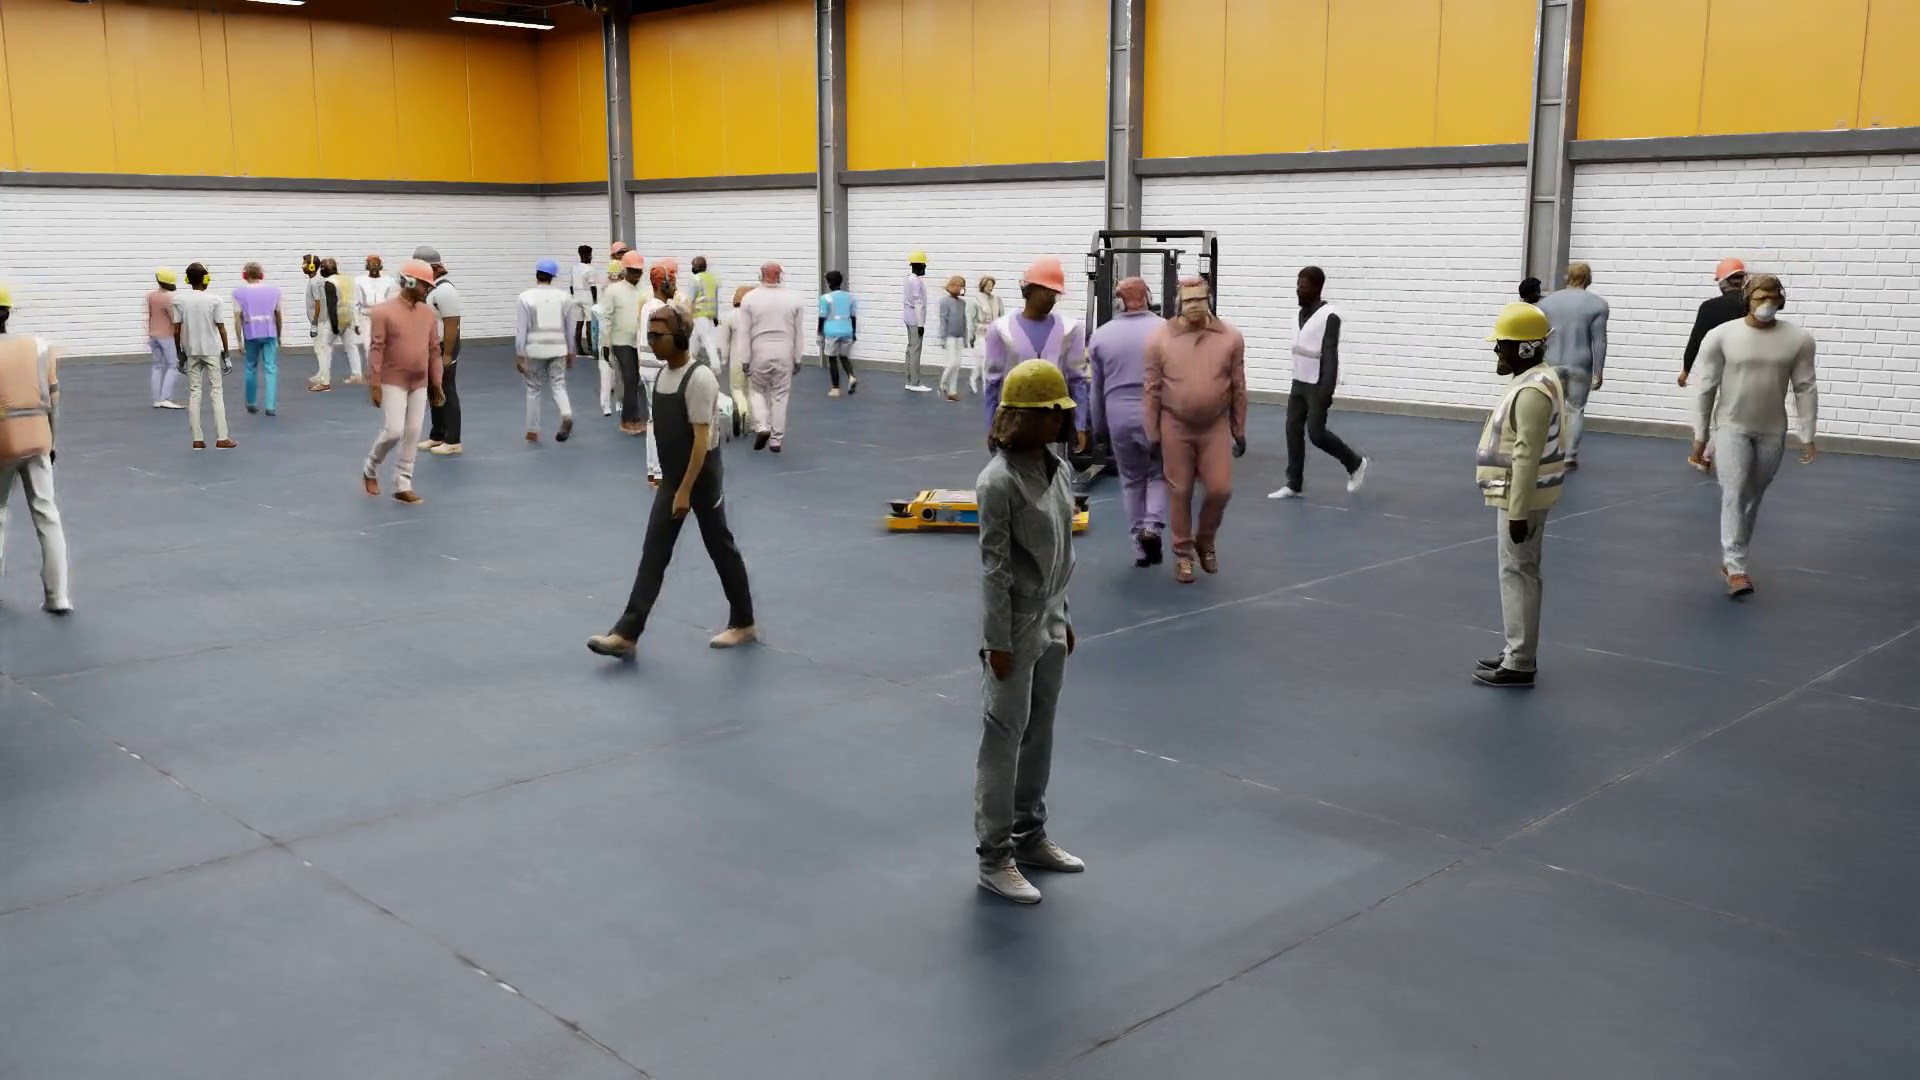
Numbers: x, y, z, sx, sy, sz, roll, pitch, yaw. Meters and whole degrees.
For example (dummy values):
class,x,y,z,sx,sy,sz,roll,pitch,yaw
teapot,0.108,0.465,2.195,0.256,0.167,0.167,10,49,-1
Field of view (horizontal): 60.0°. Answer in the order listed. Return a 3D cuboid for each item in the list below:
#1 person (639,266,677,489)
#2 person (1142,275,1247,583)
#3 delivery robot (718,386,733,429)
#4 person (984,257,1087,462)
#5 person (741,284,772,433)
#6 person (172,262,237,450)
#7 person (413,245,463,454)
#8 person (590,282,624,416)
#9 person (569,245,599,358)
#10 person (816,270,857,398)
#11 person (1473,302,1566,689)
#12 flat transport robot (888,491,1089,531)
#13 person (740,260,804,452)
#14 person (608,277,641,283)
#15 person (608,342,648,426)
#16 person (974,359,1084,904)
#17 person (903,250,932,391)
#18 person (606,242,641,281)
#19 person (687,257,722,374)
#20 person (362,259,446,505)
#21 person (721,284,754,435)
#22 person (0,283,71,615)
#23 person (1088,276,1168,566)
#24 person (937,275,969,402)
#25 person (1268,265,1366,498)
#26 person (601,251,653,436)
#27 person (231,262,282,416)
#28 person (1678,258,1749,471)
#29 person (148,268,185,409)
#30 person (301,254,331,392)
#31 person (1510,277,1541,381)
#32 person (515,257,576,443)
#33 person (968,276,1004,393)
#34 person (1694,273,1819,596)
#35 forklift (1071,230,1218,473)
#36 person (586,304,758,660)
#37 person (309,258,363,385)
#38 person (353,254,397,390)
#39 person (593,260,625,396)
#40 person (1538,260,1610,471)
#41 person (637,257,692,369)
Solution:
class,x,y,z,sx,sy,sz,roll,pitch,yaw
person,-2.527,-1.370,14.066,0.350,1.880,0.578,-4,11,-23
person,1.444,-0.676,10.231,0.656,1.892,0.446,0,10,0
delivery robot,-2.558,-1.366,17.389,0.477,0.478,0.707,-1,10,-5
person,0.475,-0.706,10.129,0.618,1.997,0.917,-2,11,-9
person,-2.118,-1.936,17.848,0.599,1.604,0.608,2,11,9
person,-7.543,-1.827,16.584,0.539,1.866,0.313,-1,10,-5
person,-5.179,-1.861,16.291,0.535,2.000,0.688,-8,13,-36
person,-4.159,-2.297,19.920,0.498,1.587,0.859,-3,11,-16
person,-6.555,-4.166,29.071,0.609,1.963,0.369,7,12,33
person,-1.592,-2.704,21.875,0.554,1.672,0.414,-7,13,-34
person,2.644,-0.207,7.881,0.403,1.824,0.598,4,11,21
flat transport robot,0.225,-0.224,12.195,1.431,0.197,0.652,1,10,5
person,-1.853,-1.803,16.388,0.645,1.889,0.419,-2,11,-13
person,-4.800,-3.247,24.287,0.656,1.877,0.713,7,13,34
person,-3.652,-2.044,18.433,0.538,1.611,0.473,-1,10,-8
person,0.238,0.285,5.403,0.295,1.743,0.493,6,12,31
person,-0.595,-3.002,22.823,0.363,1.928,0.587,-3,11,-14
person,-5.111,-3.494,25.223,0.407,2.031,0.609,9,14,40
person,-4.060,-3.460,25.686,0.944,1.789,0.650,5,11,24
person,-4.453,-1.257,13.279,0.528,1.945,0.649,7,13,34
person,-2.272,-1.901,17.662,0.511,1.614,0.630,-3,11,-17
person,-5.423,-0.527,9.457,0.976,1.882,0.610,9,13,39
person,1.153,-0.742,10.642,0.695,1.874,0.477,4,11,19
person,-0.062,-2.570,21.294,0.341,1.615,0.516,8,13,39
person,2.916,-1.262,13.455,0.716,1.899,0.593,-4,11,-20
person,-3.440,-2.090,17.753,0.640,1.953,0.926,-9,14,-40
person,-8.402,-2.403,19.889,0.568,1.801,0.933,-6,12,-32
person,6.776,-1.512,14.698,0.631,1.940,1.055,-1,10,-7
person,-9.779,-2.462,20.451,0.584,1.732,0.349,7,13,34
person,-8.848,-2.973,22.813,0.328,1.876,0.514,-3,11,-18
person,5.950,-1.919,17.566,0.320,1.694,0.532,4,11,21
person,-4.202,-1.923,16.977,0.627,1.919,0.761,-6,12,-30
person,0.311,-2.720,22.165,0.512,1.610,0.766,-7,13,-35
person,4.717,-0.605,9.822,0.648,1.895,0.960,2,11,9
forklift,1.804,-1.825,15.677,1.214,2.155,2.313,2,11,13
person,-1.416,-0.282,8.375,0.524,1.782,1.002,10,14,44
person,-8.971,-3.108,23.731,0.863,1.798,0.647,2,11,11
person,-8.023,-2.988,22.904,0.606,1.865,0.645,-4,11,-20
person,-4.590,-2.810,22.122,0.767,1.805,0.608,1,10,7
person,5.439,-1.547,14.934,0.659,1.911,0.672,7,13,34
person,-2.965,-1.898,16.842,0.544,1.913,0.515,-7,13,-35
